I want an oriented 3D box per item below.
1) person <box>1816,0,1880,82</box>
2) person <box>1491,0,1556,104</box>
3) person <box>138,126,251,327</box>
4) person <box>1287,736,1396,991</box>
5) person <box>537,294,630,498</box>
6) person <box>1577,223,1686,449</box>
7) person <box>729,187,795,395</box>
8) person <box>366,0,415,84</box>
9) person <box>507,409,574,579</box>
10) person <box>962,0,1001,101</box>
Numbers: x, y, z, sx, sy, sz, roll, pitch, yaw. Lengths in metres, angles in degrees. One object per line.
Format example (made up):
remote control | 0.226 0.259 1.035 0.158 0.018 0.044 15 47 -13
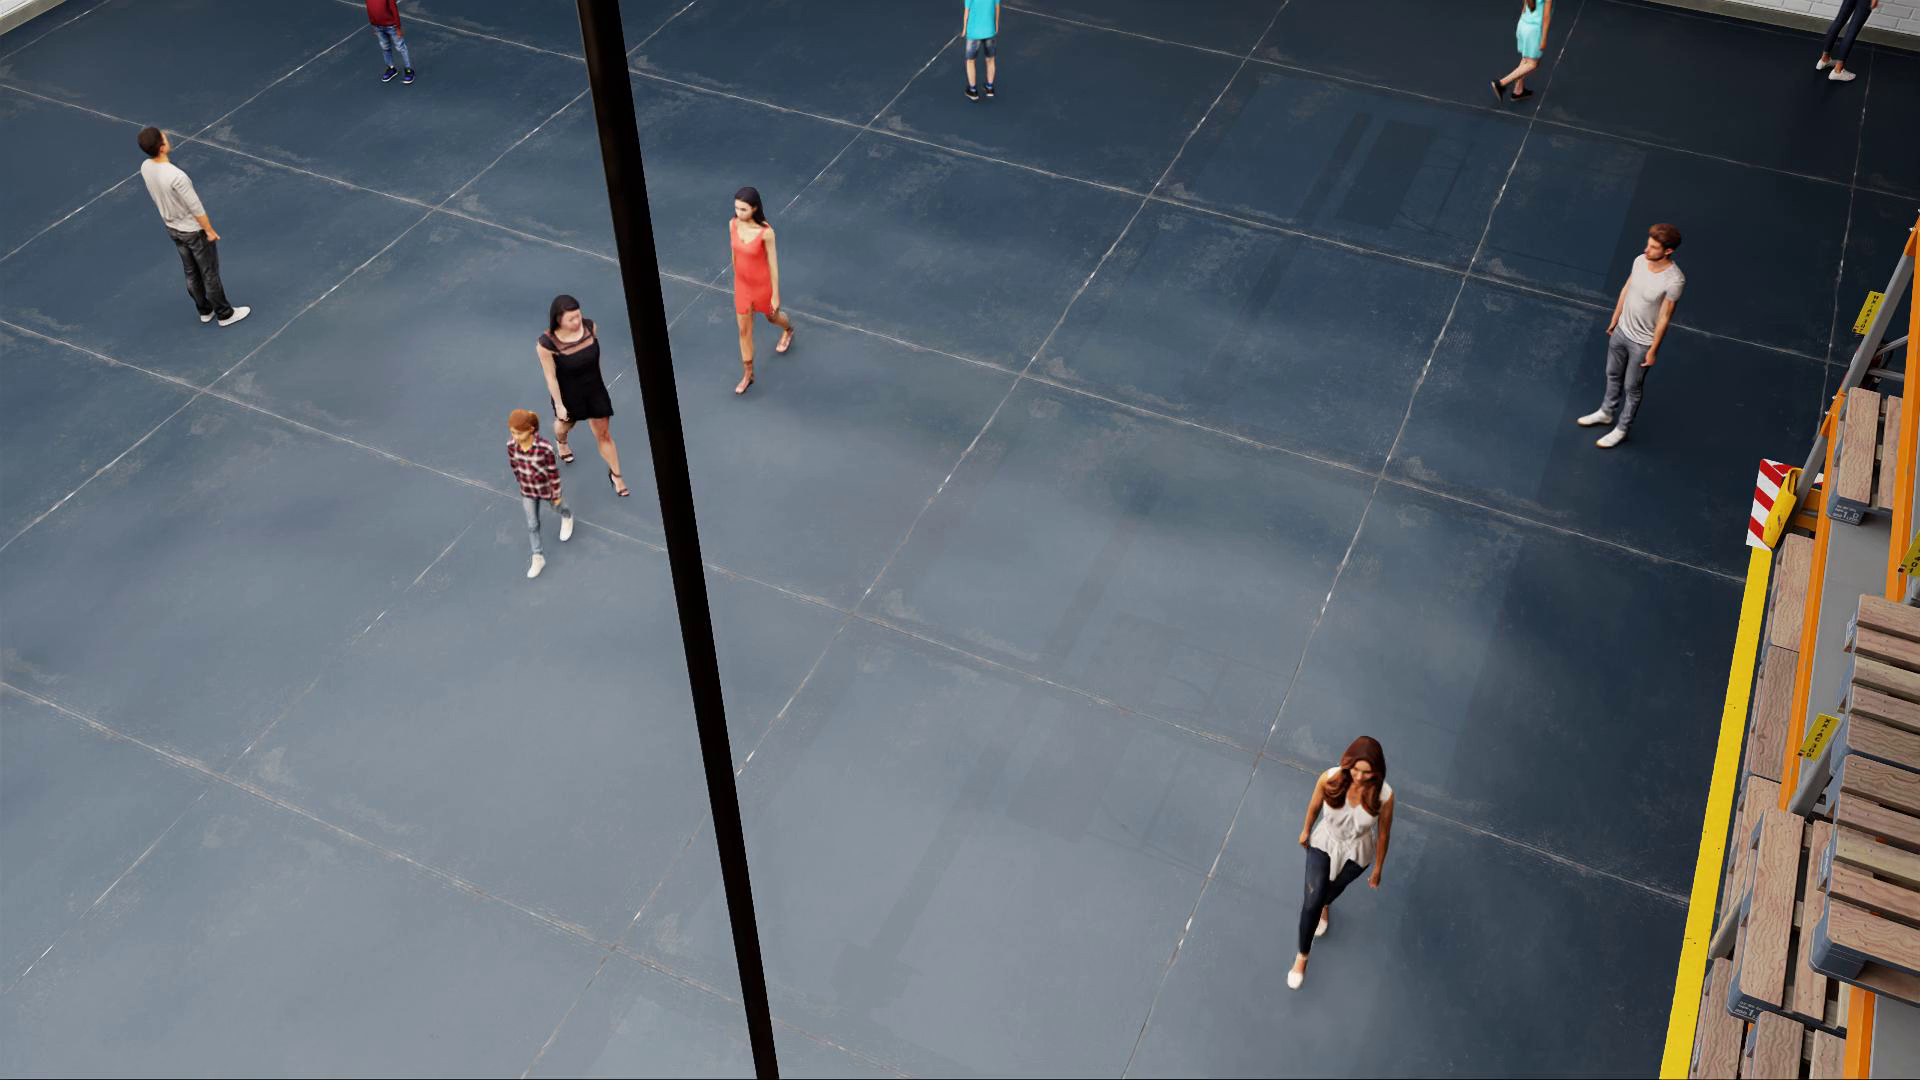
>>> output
person | 9.097 -5.551 16.769 0.733 1.809 0.632 -7 44 -7
person | 5.582 -5.002 16.382 0.896 1.548 0.838 -14 45 -14
person | -6.341 -2.561 13.629 0.640 1.812 0.531 19 47 18
person | 2.136 1.638 9.256 0.712 1.763 0.969 11 45 11
person | -2.863 -1.102 12.196 1.094 1.675 1.000 -29 51 -27
person | 5.115 -1.554 12.516 0.801 1.887 0.752 -16 46 -16
person | -1.564 -2.047 13.184 0.594 1.681 1.088 17 46 17
person | -5.818 -5.259 16.866 0.527 1.253 0.528 10 45 11
person | -2.945 -0.427 11.775 0.703 1.279 0.953 6 44 6
person | 0.210 -5.086 16.542 0.617 1.448 0.677 -13 45 -14
